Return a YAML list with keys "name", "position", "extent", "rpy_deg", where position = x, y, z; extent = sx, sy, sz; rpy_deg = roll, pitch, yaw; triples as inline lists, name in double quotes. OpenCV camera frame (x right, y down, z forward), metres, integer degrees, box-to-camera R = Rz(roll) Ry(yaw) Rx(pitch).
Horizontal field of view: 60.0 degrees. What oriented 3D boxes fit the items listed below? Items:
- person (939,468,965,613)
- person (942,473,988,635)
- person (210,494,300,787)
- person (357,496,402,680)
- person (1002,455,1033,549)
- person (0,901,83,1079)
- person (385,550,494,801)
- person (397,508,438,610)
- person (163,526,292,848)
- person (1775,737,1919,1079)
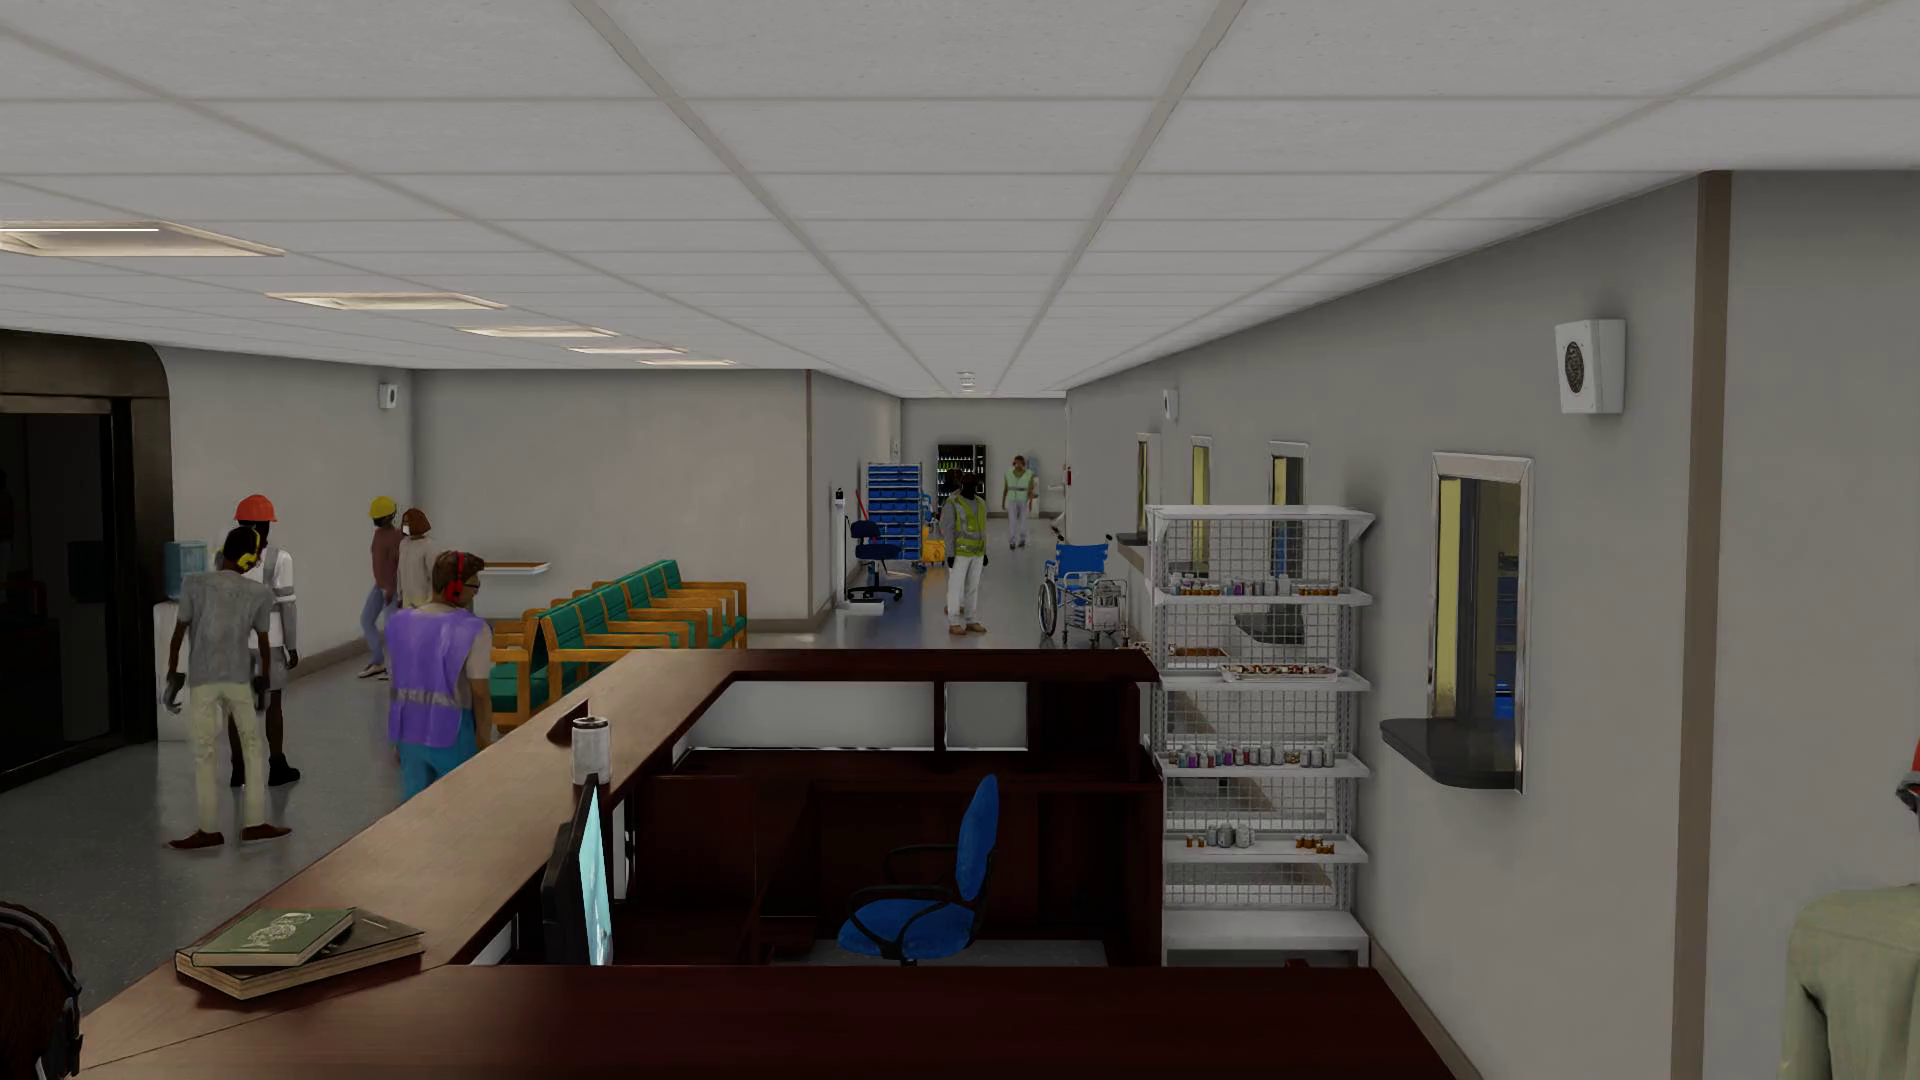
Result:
- name: "person"
  position: [-0.050, 0.014, 20.969]
  extent: [0.431, 1.836, 0.619]
  rpy_deg: [0, 4, -6]
- name: "person"
  position: [0.089, 0.154, 18.930]
  extent: [0.624, 1.841, 0.430]
  rpy_deg: [-4, 6, -42]
- name: "person"
  position: [-4.673, 0.666, 11.058]
  extent: [0.551, 1.935, 0.371]
  rpy_deg: [0, 4, -1]
- name: "person"
  position: [-5.402, 0.452, 15.442]
  extent: [0.529, 1.730, 0.565]
  rpy_deg: [-3, 5, -40]
- name: "person"
  position: [1.104, -0.728, 31.686]
  extent: [0.603, 1.793, 0.944]
  rpy_deg: [1, 4, 9]
- name: "person"
  position: [-1.190, 1.361, 2.045]
  extent: [0.628, 1.837, 0.430]
  rpy_deg: [-2, 5, -27]
- name: "person"
  position: [-2.434, 0.957, 7.745]
  extent: [0.600, 1.820, 0.439]
  rpy_deg: [1, 4, 13]
- name: "person"
  position: [-4.935, 0.527, 15.103]
  extent: [0.503, 1.633, 0.280]
  rpy_deg: [3, 5, 33]
- name: "person"
  position: [-4.193, 0.840, 9.443]
  extent: [0.649, 1.830, 0.334]
  rpy_deg: [-3, 5, -32]
- name: "person"
  position: [1.640, 1.231, 2.703]
  extent: [0.391, 1.995, 0.613]
  rpy_deg: [-2, 5, -31]
